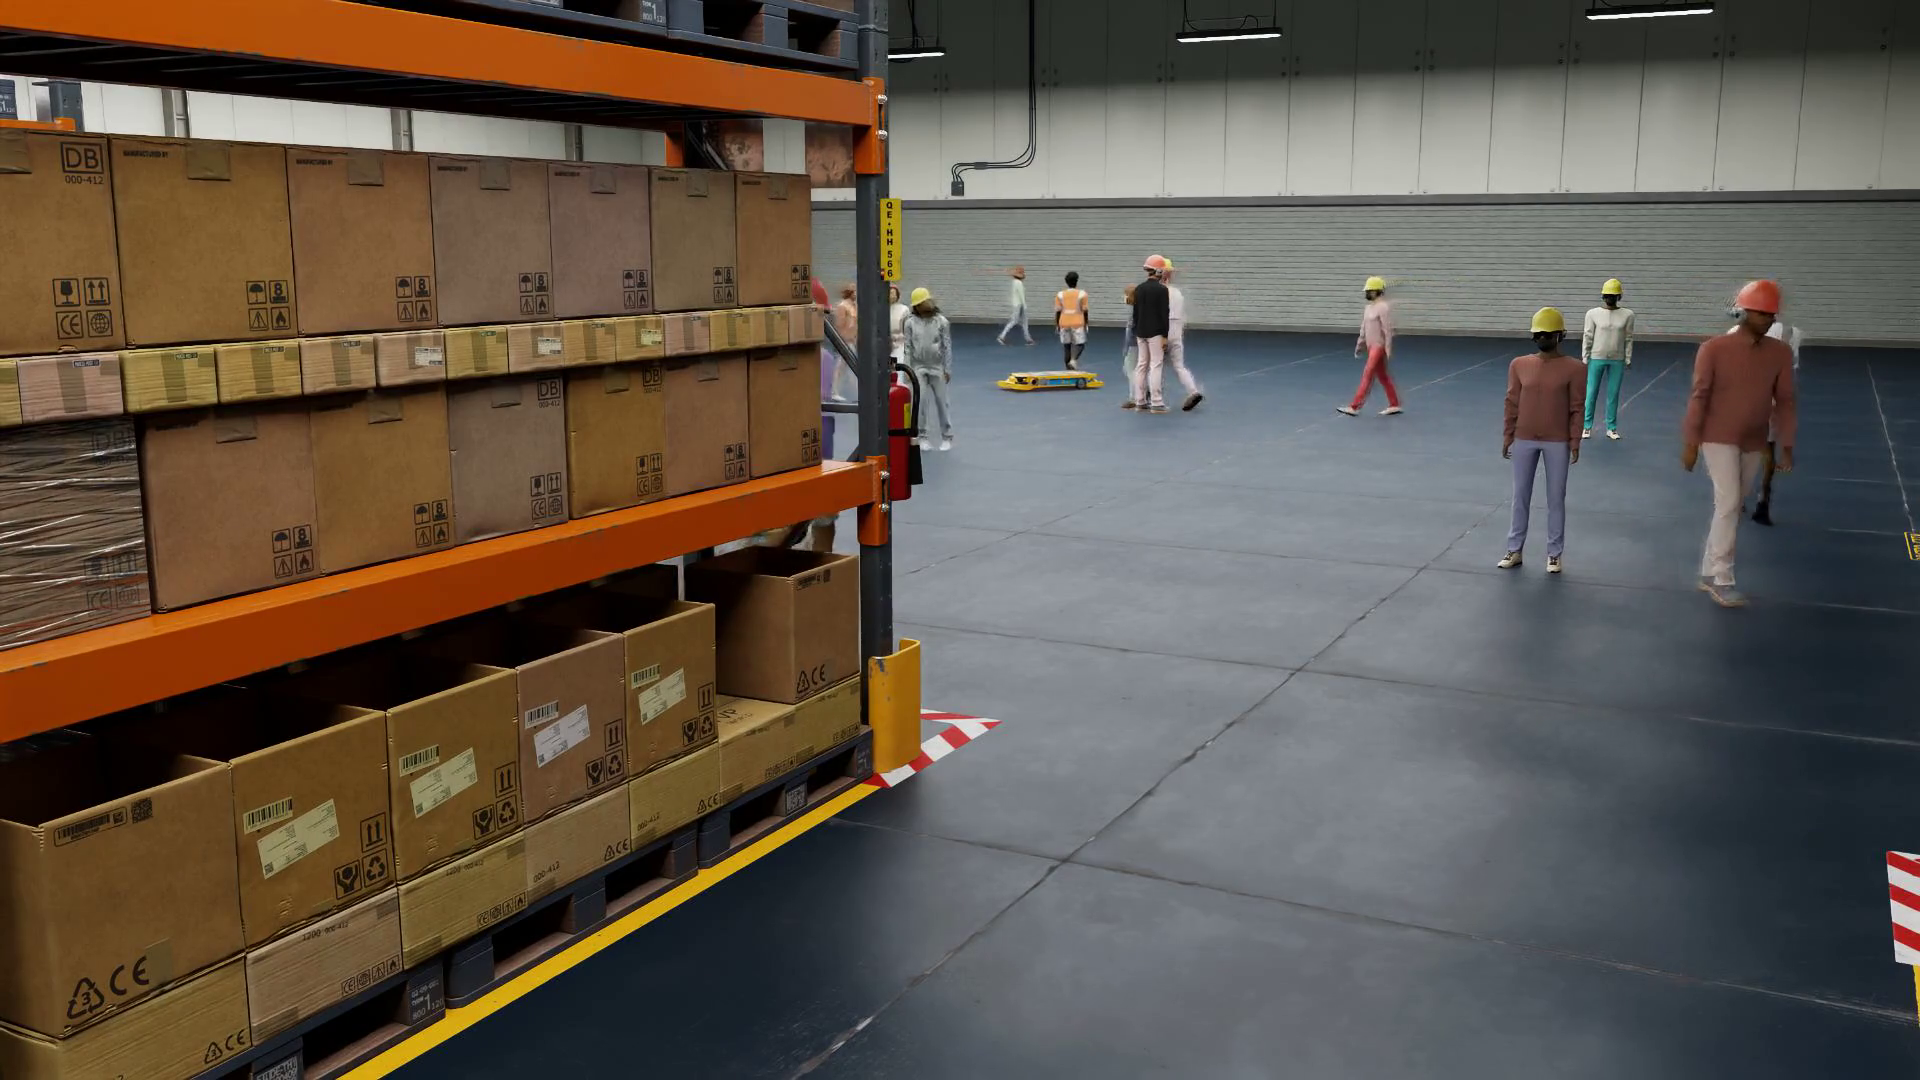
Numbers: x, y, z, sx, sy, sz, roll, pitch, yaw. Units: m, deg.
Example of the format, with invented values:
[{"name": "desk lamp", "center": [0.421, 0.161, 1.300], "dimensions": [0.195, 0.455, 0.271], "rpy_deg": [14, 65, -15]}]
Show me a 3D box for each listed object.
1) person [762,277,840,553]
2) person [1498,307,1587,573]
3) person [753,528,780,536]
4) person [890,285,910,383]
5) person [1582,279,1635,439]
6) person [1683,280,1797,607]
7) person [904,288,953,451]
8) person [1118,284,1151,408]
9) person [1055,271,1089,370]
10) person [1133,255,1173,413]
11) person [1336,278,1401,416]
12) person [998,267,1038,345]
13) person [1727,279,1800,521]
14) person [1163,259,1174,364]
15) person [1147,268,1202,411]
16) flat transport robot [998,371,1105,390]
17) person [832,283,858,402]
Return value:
[{"name": "person", "center": [-0.948, -0.432, 9.176], "dimensions": [0.709, 2.027, 0.614], "rpy_deg": [-8, 13, -38]}, {"name": "person", "center": [3.887, -0.665, 11.120], "dimensions": [0.531, 1.768, 0.311], "rpy_deg": [6, 12, 31]}, {"name": "person", "center": [-1.685, -0.828, 12.243], "dimensions": [0.660, 1.679, 0.539], "rpy_deg": [-3, 11, -17]}, {"name": "person", "center": [-0.912, -2.553, 21.864], "dimensions": [0.510, 1.601, 0.826], "rpy_deg": [-1, 10, -6]}, {"name": "person", "center": [7.138, -1.987, 18.336], "dimensions": [0.533, 1.765, 0.320], "rpy_deg": [2, 11, 10]}, {"name": "person", "center": [4.790, -0.582, 10.112], "dimensions": [0.614, 1.961, 0.813], "rpy_deg": [-2, 11, -9]}, {"name": "person", "center": [-0.329, -1.761, 17.267], "dimensions": [0.493, 1.703, 0.436], "rpy_deg": [1, 10, 3]}, {"name": "person", "center": [2.271, -2.500, 21.523], "dimensions": [0.406, 1.617, 0.495], "rpy_deg": [2, 11, 10]}, {"name": "person", "center": [1.748, -3.368, 26.056], "dimensions": [0.548, 1.685, 0.449], "rpy_deg": [4, 11, 19]}, {"name": "person", "center": [2.444, -2.606, 21.076], "dimensions": [0.391, 1.996, 0.612], "rpy_deg": [-7, 13, -34]}, {"name": "person", "center": [5.137, -2.394, 20.681], "dimensions": [0.923, 1.715, 0.551], "rpy_deg": [-2, 11, -11]}, {"name": "person", "center": [1.169, -4.789, 34.035], "dimensions": [0.809, 1.601, 0.495], "rpy_deg": [0, 10, 0]}, {"name": "person", "center": [6.358, -1.119, 13.244], "dimensions": [0.544, 1.904, 0.933], "rpy_deg": [5, 11, 23]}, {"name": "person", "center": [3.568, -4.016, 29.216], "dimensions": [0.403, 1.832, 0.586], "rpy_deg": [1, 10, 5]}, {"name": "person", "center": [2.738, -2.592, 21.462], "dimensions": [0.652, 1.845, 0.964], "rpy_deg": [-8, 13, -36]}, {"name": "flat transport robot", "center": [1.345, -2.350, 24.386], "dimensions": [1.431, 0.197, 0.652], "rpy_deg": [-5, 11, -25]}, {"name": "person", "center": [-1.414, -2.633, 22.294], "dimensions": [0.850, 1.593, 0.528], "rpy_deg": [3, 11, 18]}]
